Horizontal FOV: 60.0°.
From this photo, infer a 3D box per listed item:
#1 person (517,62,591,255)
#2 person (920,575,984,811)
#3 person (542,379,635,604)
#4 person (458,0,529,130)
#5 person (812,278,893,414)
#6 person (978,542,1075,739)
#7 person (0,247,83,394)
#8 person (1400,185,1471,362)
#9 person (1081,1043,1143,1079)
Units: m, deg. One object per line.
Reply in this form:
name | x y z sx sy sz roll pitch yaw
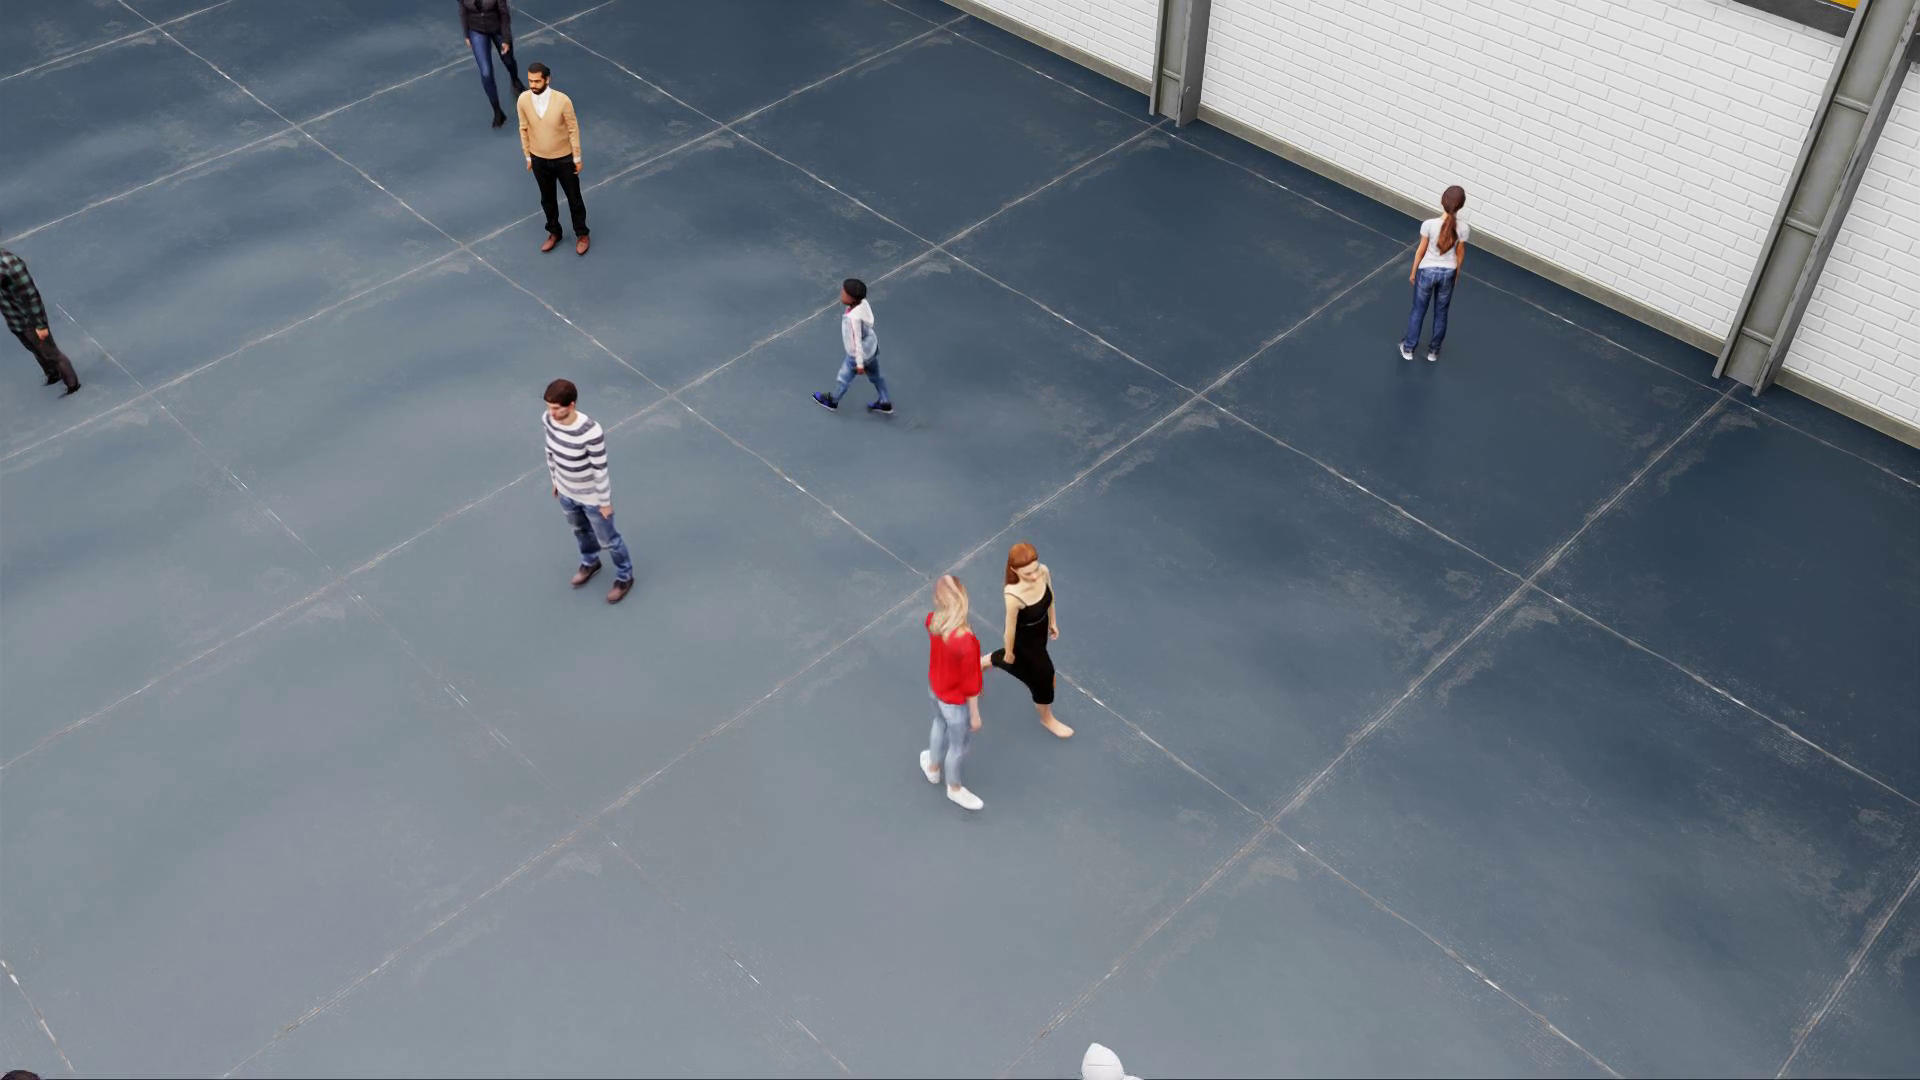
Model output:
person | -3.503 -3.302 14.340 0.735 1.754 0.813 3 44 3
person | -0.030 0.961 9.920 0.814 1.679 0.551 -14 45 -14
person | -2.519 -0.356 11.183 0.550 1.844 0.747 24 48 23
person | -4.505 -4.891 16.052 1.061 1.694 1.184 -9 44 -9
person | -0.705 -1.451 12.779 0.925 1.228 0.758 11 45 11
person | 0.338 0.563 10.406 1.112 1.584 0.730 21 47 21
person | -7.261 -1.773 12.914 0.560 1.709 0.758 24 49 23
person | 3.797 -2.127 13.246 0.602 1.562 0.683 7 44 7
person | 0.671 2.944 7.772 0.746 1.770 0.808 -16 46 -16
